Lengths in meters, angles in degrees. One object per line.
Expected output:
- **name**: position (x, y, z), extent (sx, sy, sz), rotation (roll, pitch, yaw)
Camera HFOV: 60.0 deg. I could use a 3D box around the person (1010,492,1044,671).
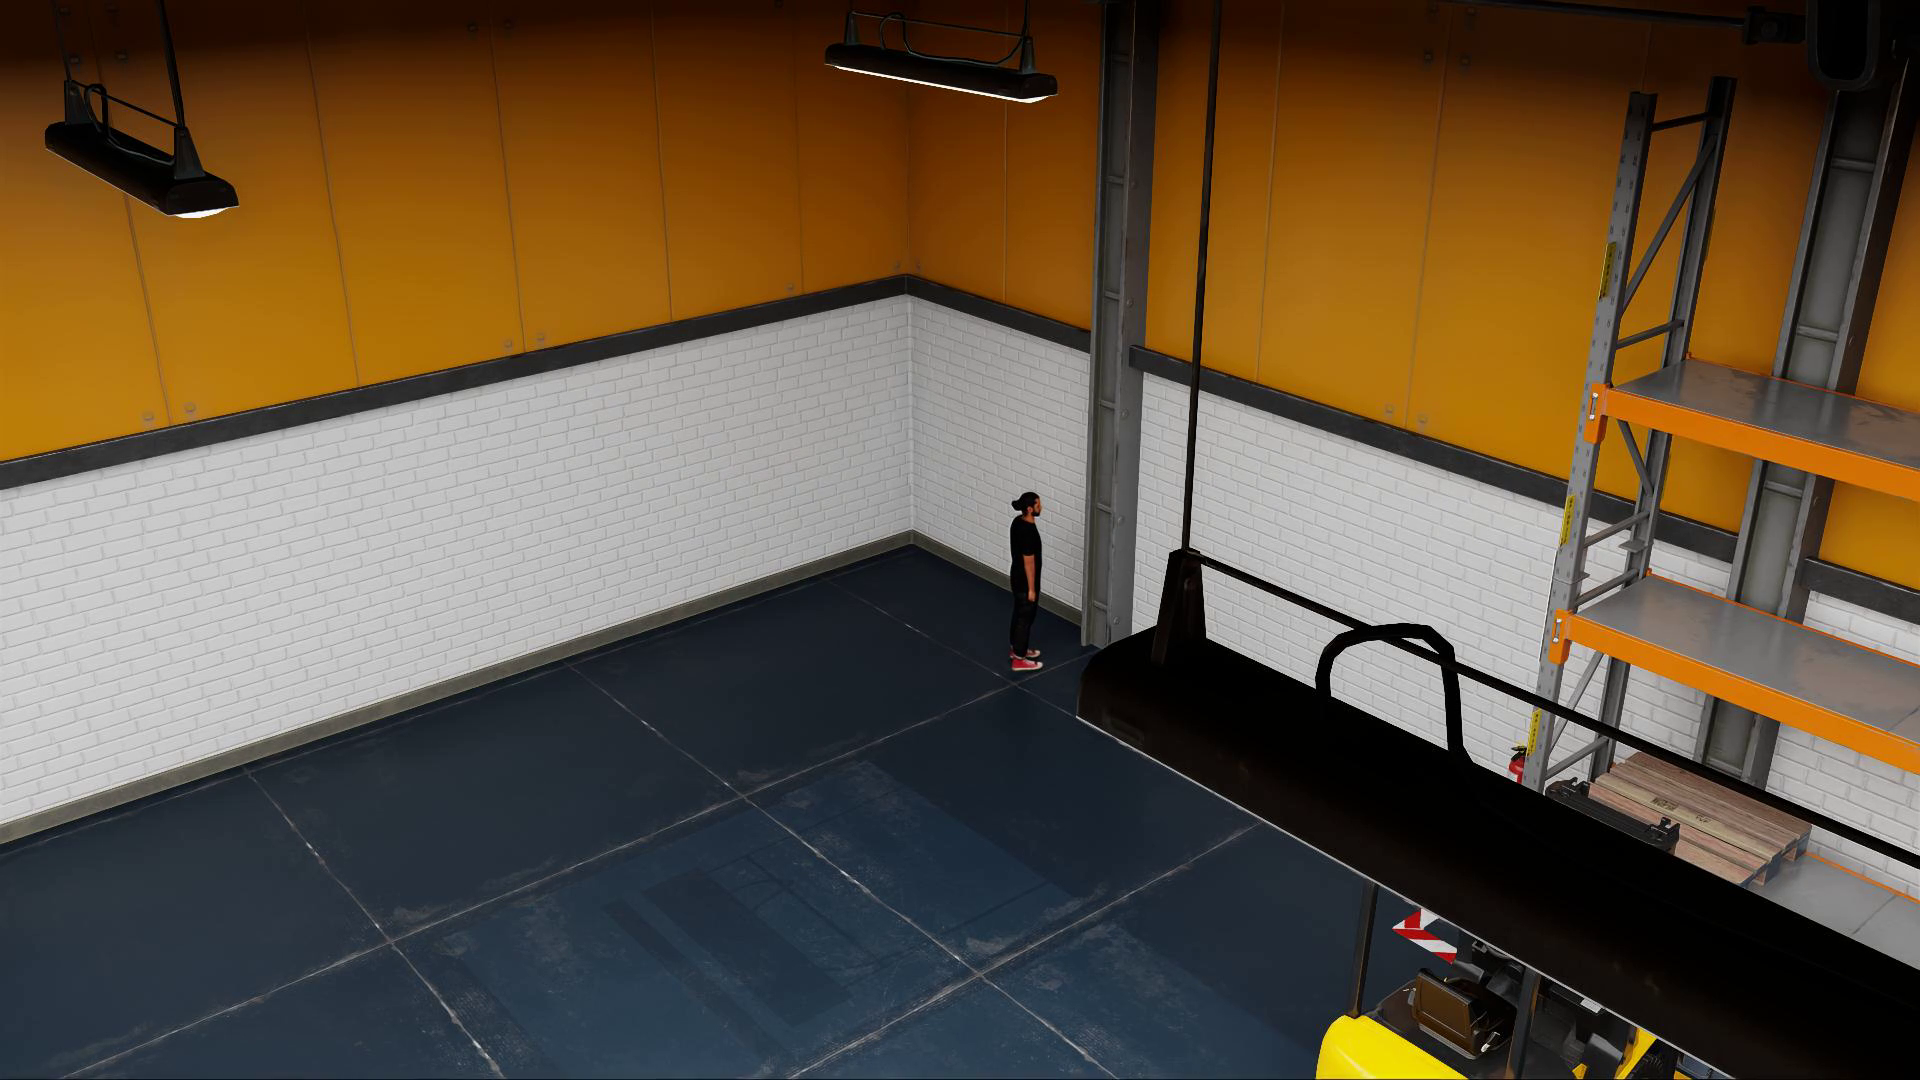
- **person**: position (0.603, 0.365, 15.512), extent (0.765, 1.756, 0.655), rotation (-4, 24, -10)
